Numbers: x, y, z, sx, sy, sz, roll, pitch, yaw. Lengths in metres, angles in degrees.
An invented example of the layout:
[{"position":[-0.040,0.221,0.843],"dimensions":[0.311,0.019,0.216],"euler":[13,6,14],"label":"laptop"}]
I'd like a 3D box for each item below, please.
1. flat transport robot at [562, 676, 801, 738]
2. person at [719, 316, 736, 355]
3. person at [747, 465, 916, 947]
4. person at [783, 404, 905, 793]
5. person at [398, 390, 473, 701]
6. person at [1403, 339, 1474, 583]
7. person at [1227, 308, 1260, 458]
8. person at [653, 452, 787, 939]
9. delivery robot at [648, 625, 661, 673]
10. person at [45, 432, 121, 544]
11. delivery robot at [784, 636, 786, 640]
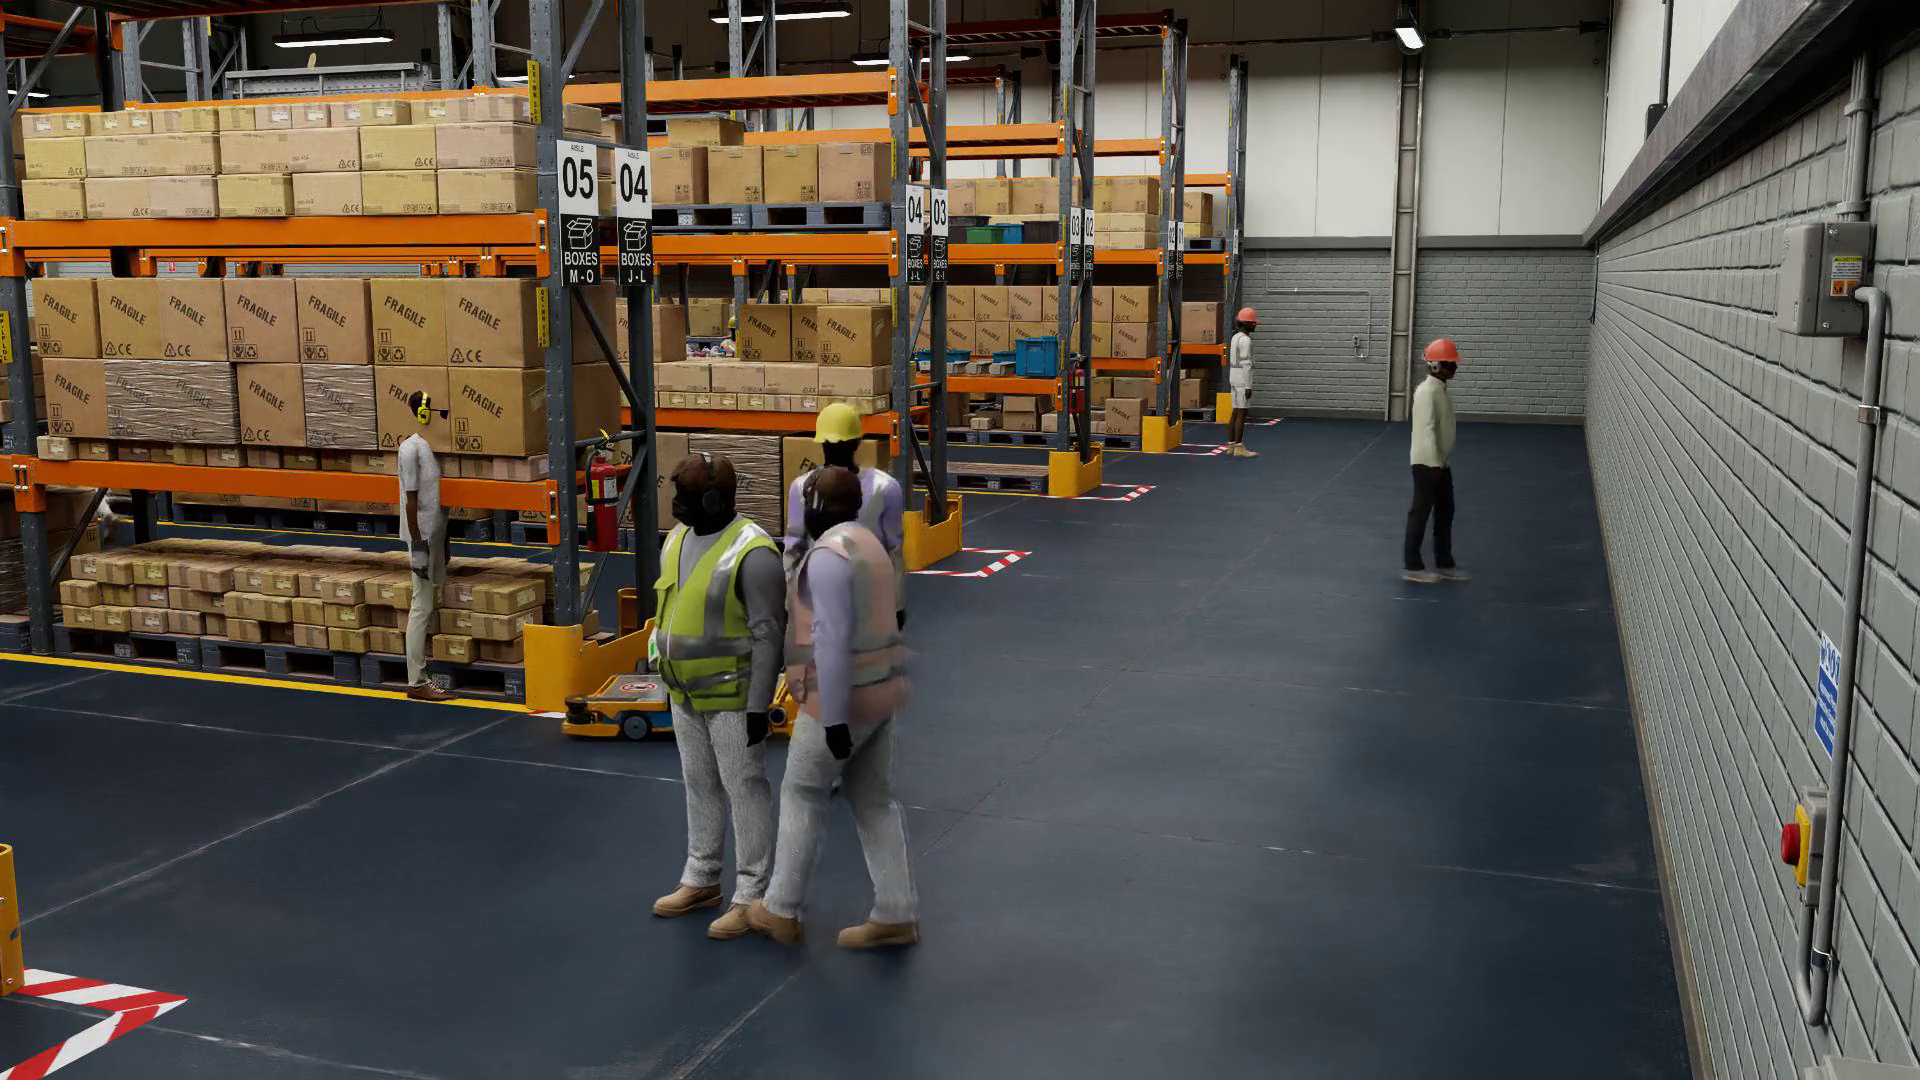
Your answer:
[{"position":[-1.407,0.904,9.182],"dimensions":[1.431,0.197,0.652],"euler":[0,9,1],"label":"flat transport robot"},{"position":[-3.094,-2.143,23.051],"dimensions":[0.388,1.926,0.590],"euler":[4,10,25],"label":"person"},{"position":[-0.497,0.625,6.234],"dimensions":[0.748,1.790,0.696],"euler":[3,10,21],"label":"person"},{"position":[-0.588,0.258,8.237],"dimensions":[0.608,1.873,1.011],"euler":[3,10,18],"label":"person"},{"position":[-3.109,0.019,9.778],"dimensions":[0.333,1.860,0.510],"euler":[0,9,2],"label":"person"},{"position":[3.887,-0.626,13.441],"dimensions":[0.498,1.994,0.621],"euler":[6,11,33],"label":"person"},{"position":[3.879,-2.141,22.677],"dimensions":[0.391,2.040,0.615],"euler":[-1,9,-7],"label":"person"},{"position":[-0.930,0.582,6.322],"dimensions":[0.624,1.841,0.430],"euler":[9,13,44],"label":"person"},{"position":[-1.656,0.605,9.874],"dimensions":[0.477,0.478,0.707],"euler":[-1,9,-6],"label":"delivery robot"},{"position":[-8.174,-0.859,15.280],"dimensions":[0.852,1.860,0.575],"euler":[4,10,23],"label":"person"},{"position":[-1.276,0.508,10.479],"dimensions":[0.477,0.478,0.707],"euler":[3,9,15],"label":"delivery robot"}]
